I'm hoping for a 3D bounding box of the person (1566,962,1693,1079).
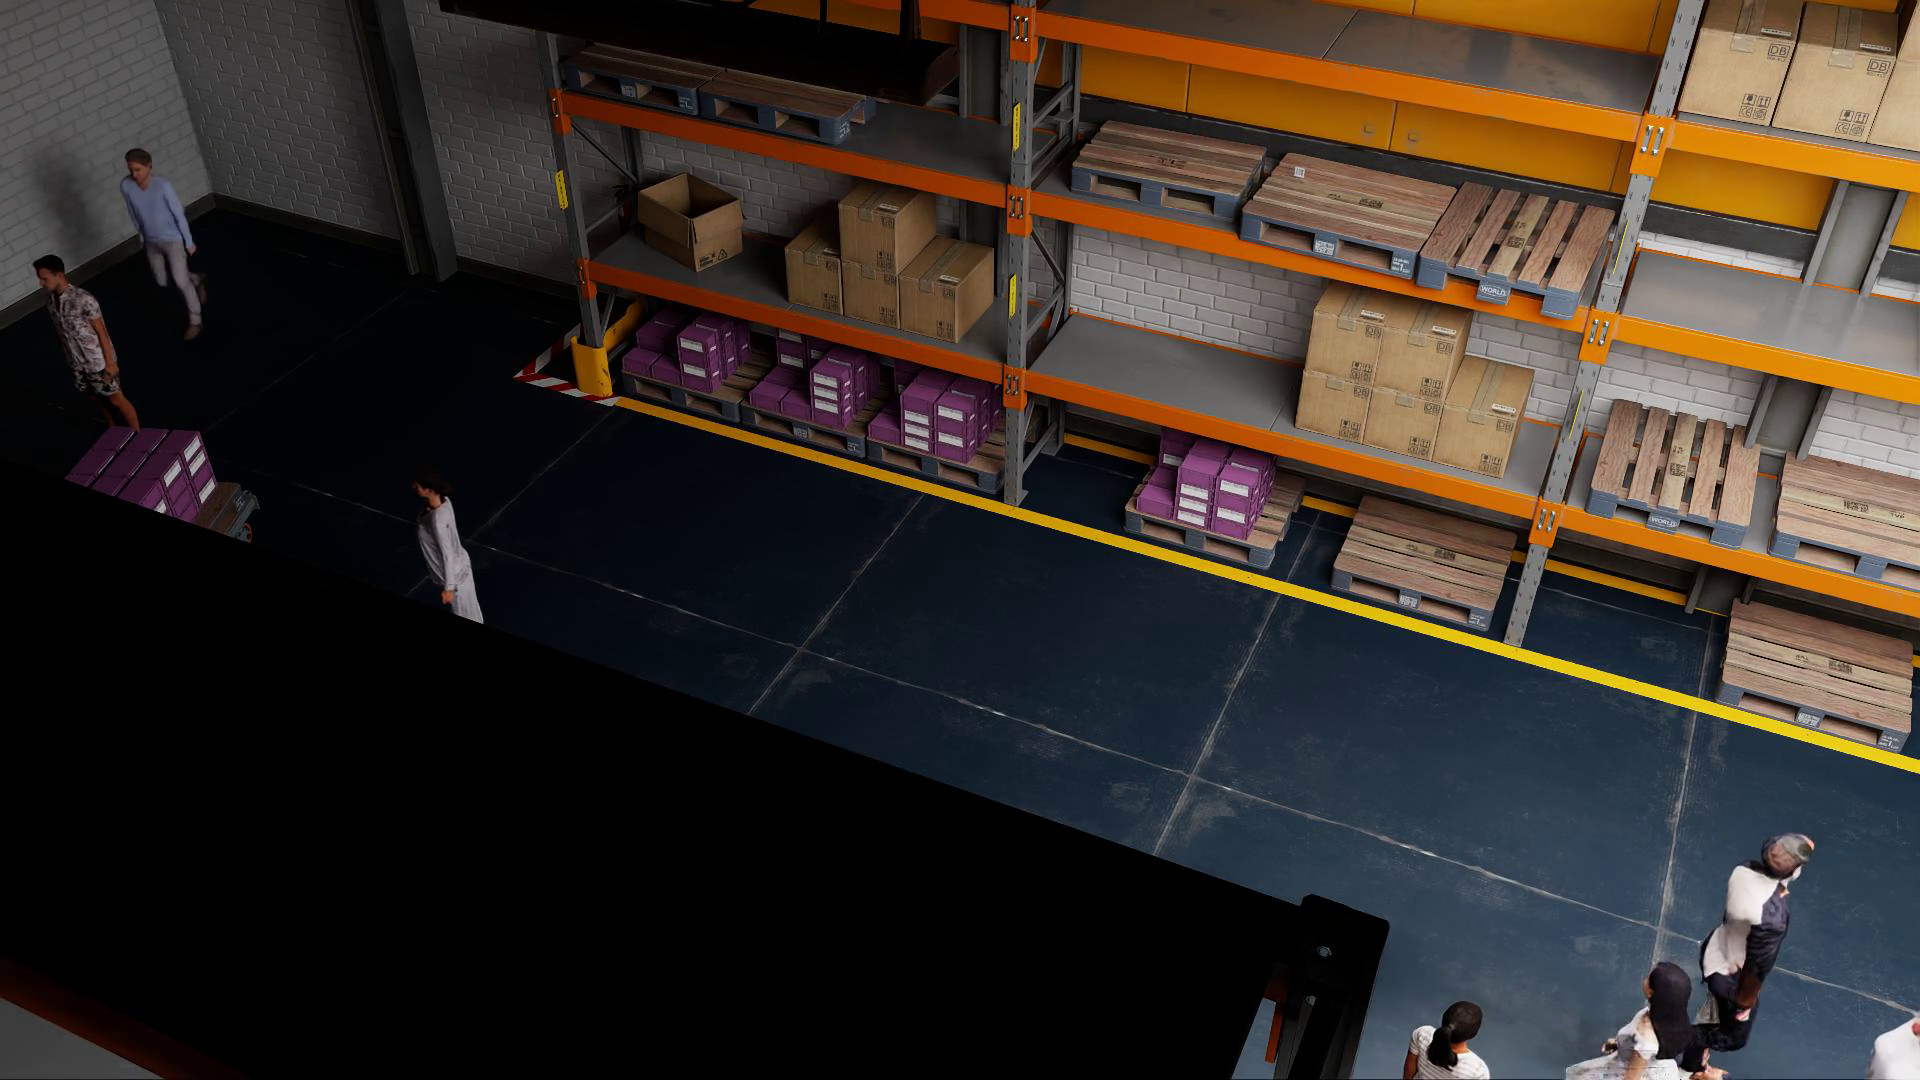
[{"bbox_3d":[3.412,2.788,8.239,0.878,1.739,1.082,-26,45,-29],"label":"person"}]

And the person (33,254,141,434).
[{"bbox_3d":[-7.100,-1.531,13.590,0.523,1.811,0.738,14,41,17],"label":"person"}]

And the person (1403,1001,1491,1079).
[{"bbox_3d":[2.363,2.827,8.264,0.555,1.647,0.685,29,47,31],"label":"person"}]

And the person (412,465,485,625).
[{"bbox_3d":[-3.486,0.205,11.447,0.717,1.773,0.664,-11,40,-14],"label":"person"}]

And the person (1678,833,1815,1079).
[{"bbox_3d":[3.997,2.264,8.788,0.973,1.873,0.833,8,39,10],"label":"person"}]

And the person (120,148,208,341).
[{"bbox_3d":[-7.154,-2.748,15.075,1.018,1.860,0.942,3,39,3],"label":"person"}]
